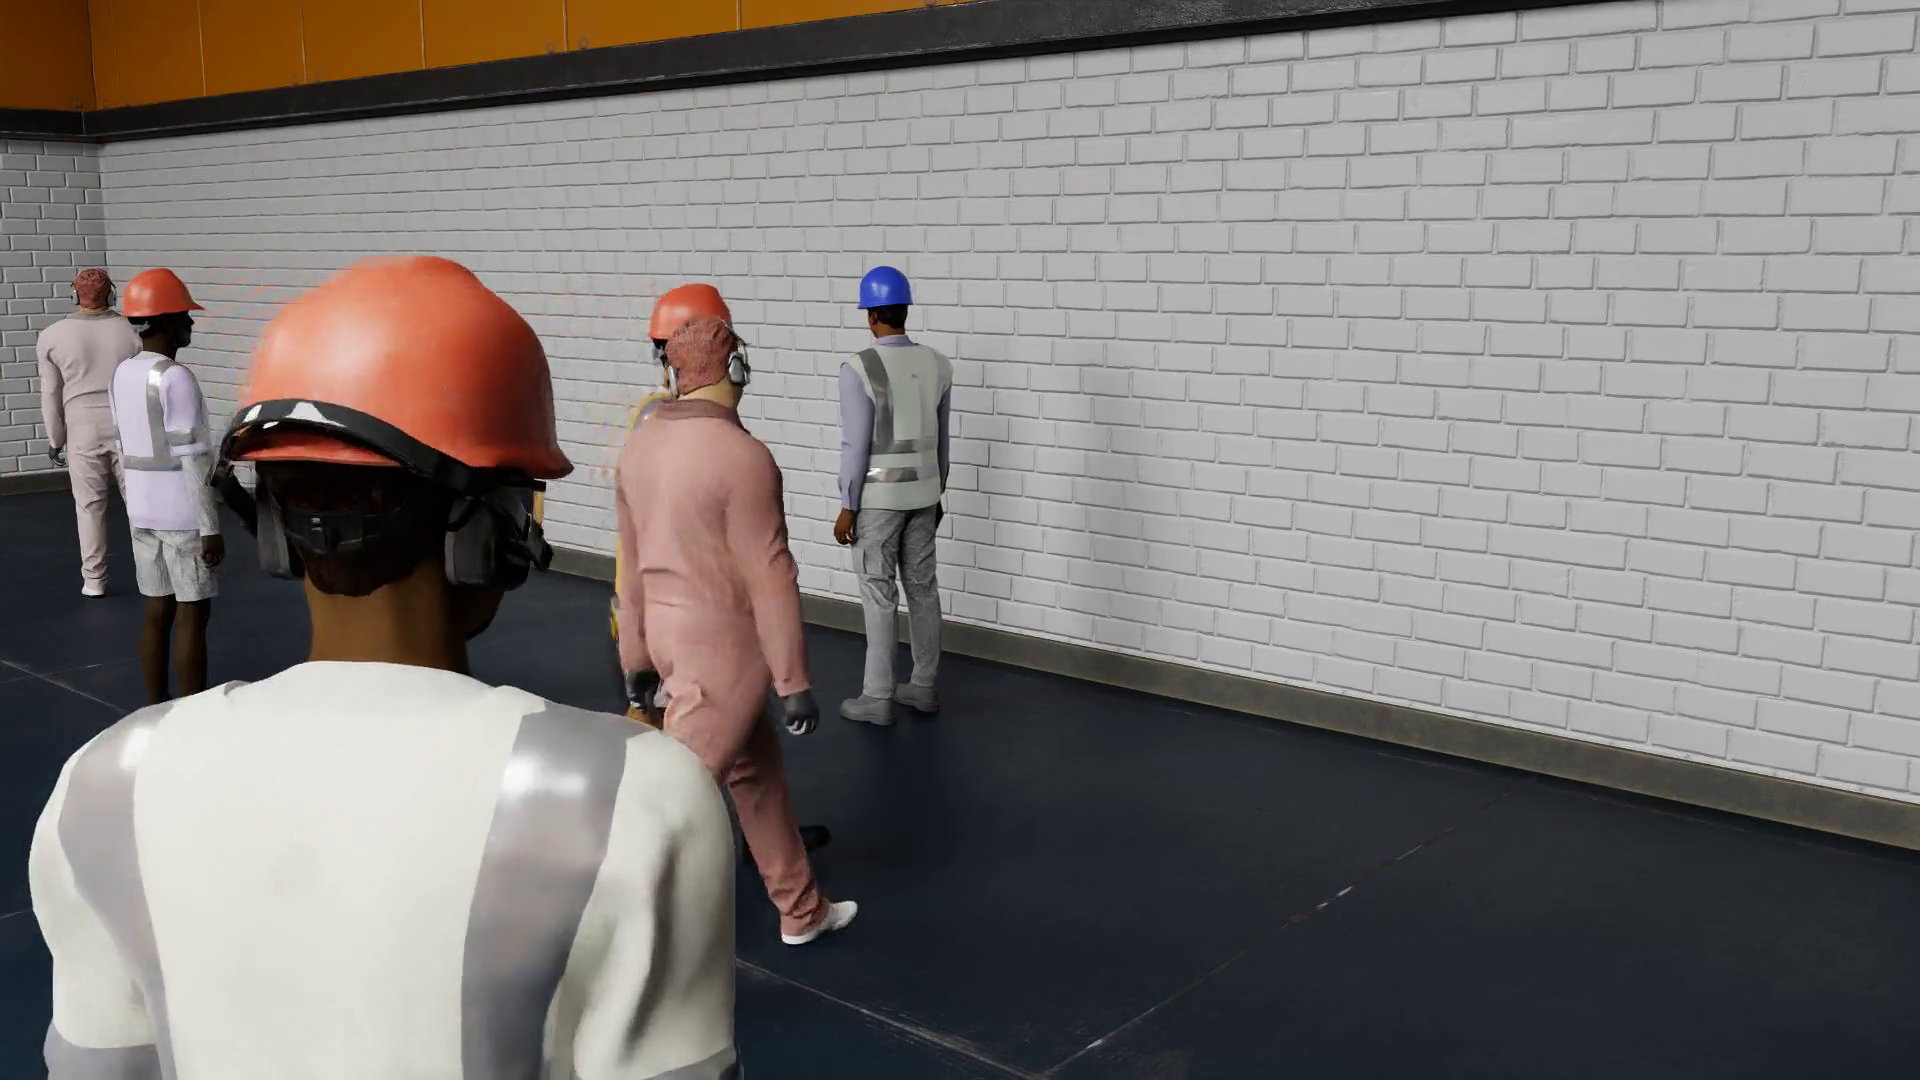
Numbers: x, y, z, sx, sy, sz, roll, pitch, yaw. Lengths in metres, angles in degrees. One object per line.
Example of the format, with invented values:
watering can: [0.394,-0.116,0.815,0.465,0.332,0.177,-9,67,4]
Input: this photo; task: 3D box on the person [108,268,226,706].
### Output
person: [-3.126,-0.102,6.643,0.544,1.943,0.347,7,12,35]

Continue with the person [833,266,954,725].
person: [-0.291,-0.187,7.111,0.390,1.944,0.615,10,14,44]

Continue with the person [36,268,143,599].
person: [-4.952,-0.614,9.658,0.639,1.910,0.407,-5,11,-26]

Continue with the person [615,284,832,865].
person: [-0.774,0.168,5.200,0.855,1.902,0.560,0,10,-3]

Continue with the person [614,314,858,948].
person: [-0.707,0.315,4.545,0.992,1.854,0.674,-7,12,-36]

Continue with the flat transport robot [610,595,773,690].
flat transport robot: [-1.338,0.476,8.108,0.652,0.197,1.431,-3,10,-14]

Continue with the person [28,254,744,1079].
person: [-0.465,0.765,1.494,0.622,2.038,0.409,2,10,11]
